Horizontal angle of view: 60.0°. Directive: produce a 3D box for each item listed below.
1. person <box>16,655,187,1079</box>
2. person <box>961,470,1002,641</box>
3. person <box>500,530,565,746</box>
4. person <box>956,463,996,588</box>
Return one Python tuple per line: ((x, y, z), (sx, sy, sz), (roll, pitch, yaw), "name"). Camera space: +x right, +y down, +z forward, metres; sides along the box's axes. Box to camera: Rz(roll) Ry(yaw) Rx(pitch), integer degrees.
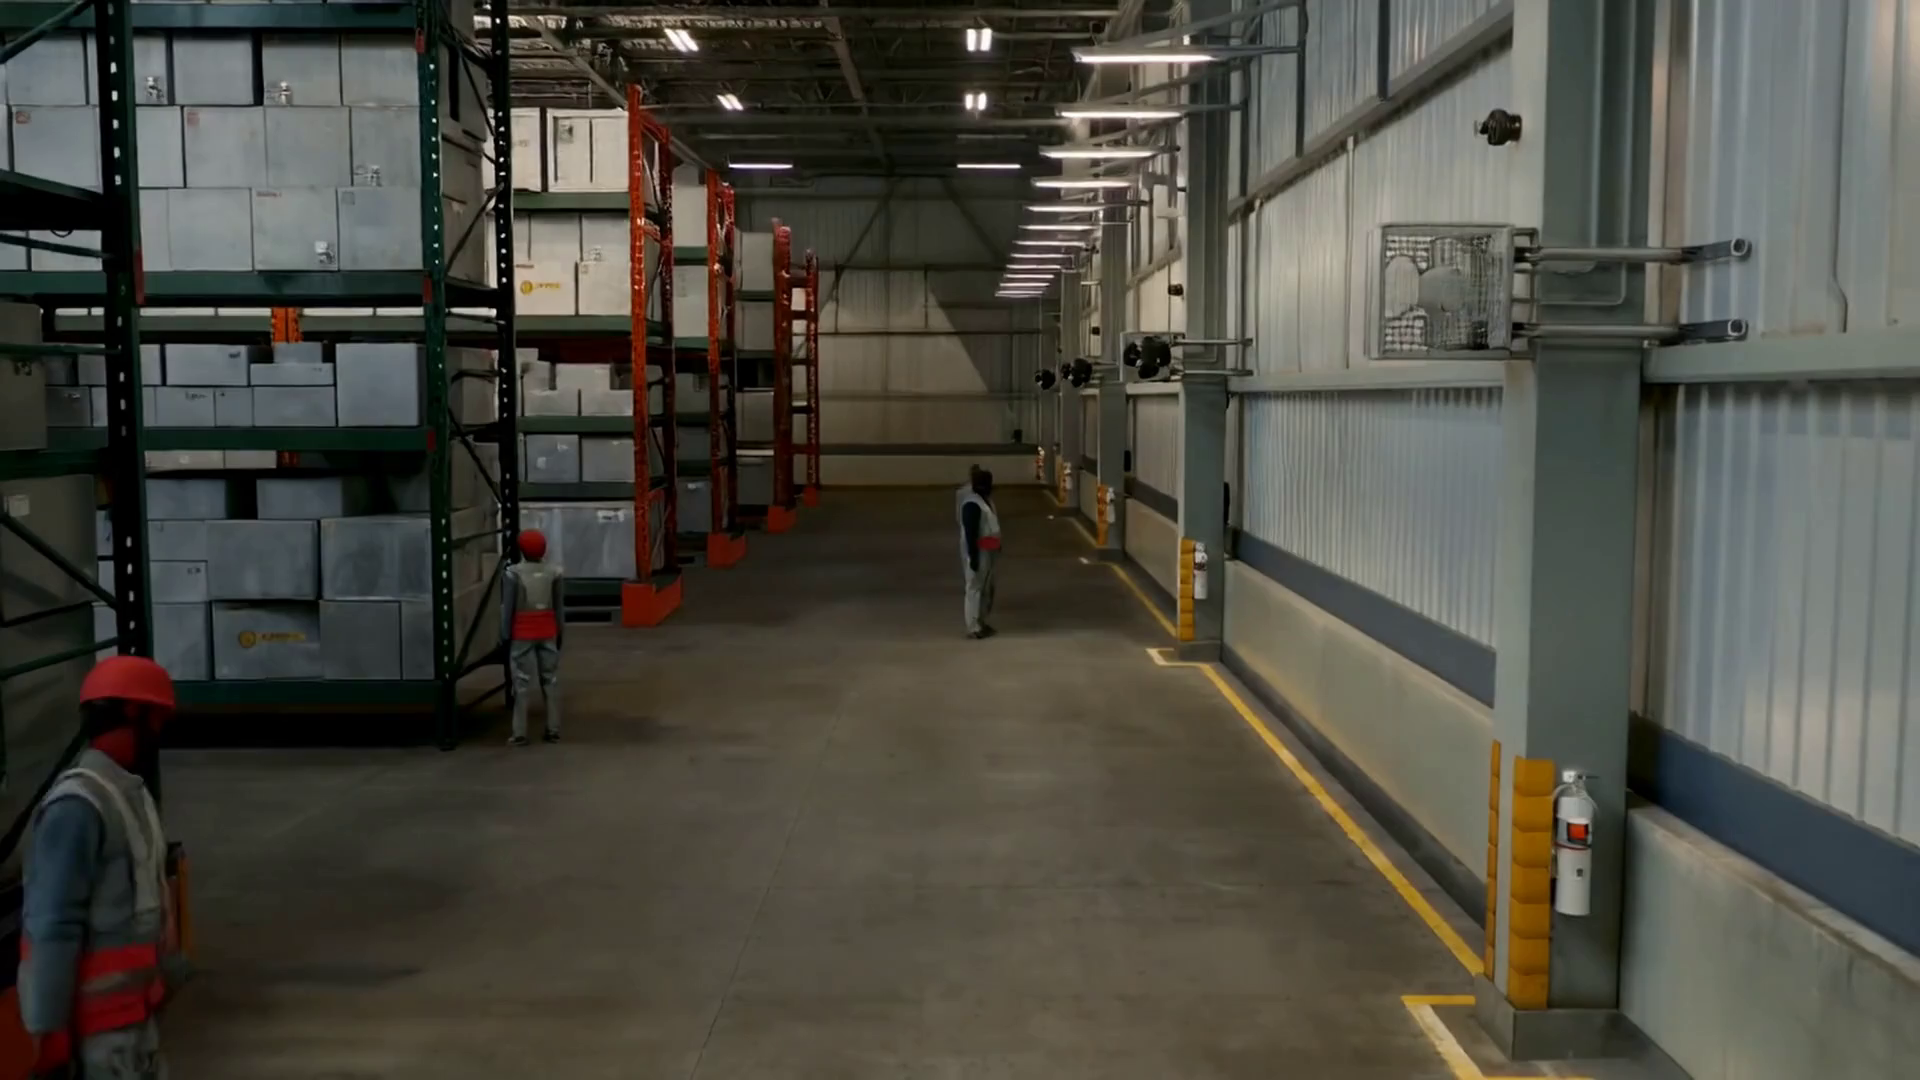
((-2.370, 1.292, 4.570), (0.394, 1.898, 0.711), (-1, 5, -9), "person")
((0.235, 0.163, 18.001), (0.430, 1.845, 0.622), (2, 5, 17), "person")
((-3.215, 0.735, 12.557), (0.522, 1.631, 0.314), (-4, 6, -40), "person")
((0.233, -0.207, 23.069), (0.590, 1.705, 0.893), (2, 5, 17), "person")
